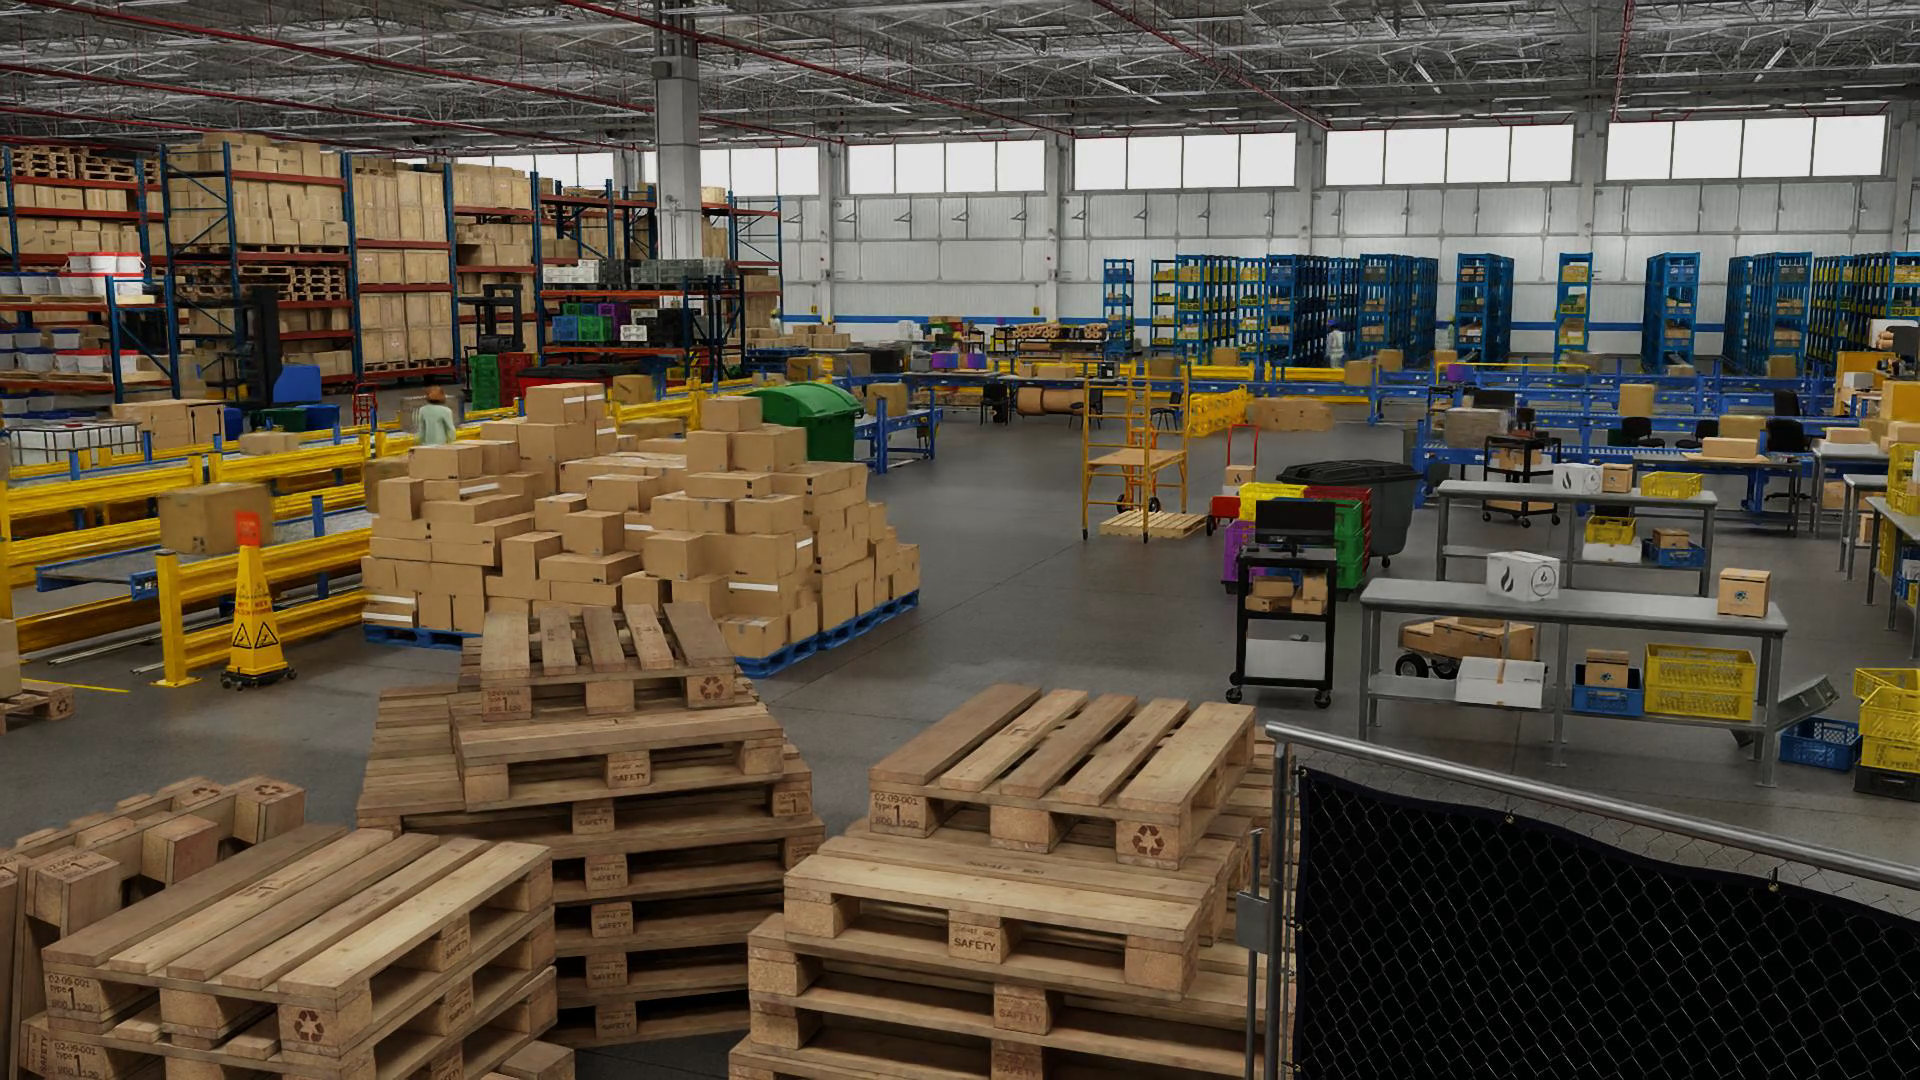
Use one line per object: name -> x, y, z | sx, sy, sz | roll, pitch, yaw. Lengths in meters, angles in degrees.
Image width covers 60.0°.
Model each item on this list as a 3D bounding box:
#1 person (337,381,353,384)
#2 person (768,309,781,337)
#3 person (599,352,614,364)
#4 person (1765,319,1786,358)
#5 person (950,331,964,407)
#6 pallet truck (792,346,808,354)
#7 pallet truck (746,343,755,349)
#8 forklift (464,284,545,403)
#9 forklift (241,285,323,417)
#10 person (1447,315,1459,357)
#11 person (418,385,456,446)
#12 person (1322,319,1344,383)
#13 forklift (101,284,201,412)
person -> -17.216, -5.297, 46.302 | 0.542, 1.938, 0.358 | -1, 9, -6
person -> -6.953, -7.813, 62.665 | 0.523, 1.756, 0.567 | 4, 10, 23
person -> -10.943, -5.996, 51.457 | 0.557, 1.677, 0.528 | 2, 9, 12
person -> 23.197, -5.375, 47.216 | 0.746, 1.802, 0.407 | 1, 9, 5
person -> -0.103, -3.935, 38.337 | 0.419, 1.752, 0.530 | 1, 9, 8
pallet truck -> -3.705, -4.298, 42.022 | 0.653, 1.274, 1.630 | 3, 10, 20
pallet truck -> -6.183, -4.618, 44.264 | 1.601, 1.201, 0.680 | -9, 12, -43
forklift -> -10.832, -4.702, 39.610 | 1.129, 2.768, 1.873 | 3, 10, 20
forklift -> -14.896, -4.106, 35.871 | 1.873, 2.768, 1.129 | -7, 11, -37
person -> 15.313, -6.015, 51.212 | 0.743, 1.803, 0.616 | 2, 9, 10
person -> -6.905, -1.242, 21.879 | 0.510, 1.603, 0.774 | 3, 10, 21
person -> 9.544, -4.707, 42.688 | 0.783, 1.914, 0.606 | 7, 12, 38
forklift -> -17.824, -4.219, 36.579 | 1.873, 2.768, 1.129 | 3, 10, 19
